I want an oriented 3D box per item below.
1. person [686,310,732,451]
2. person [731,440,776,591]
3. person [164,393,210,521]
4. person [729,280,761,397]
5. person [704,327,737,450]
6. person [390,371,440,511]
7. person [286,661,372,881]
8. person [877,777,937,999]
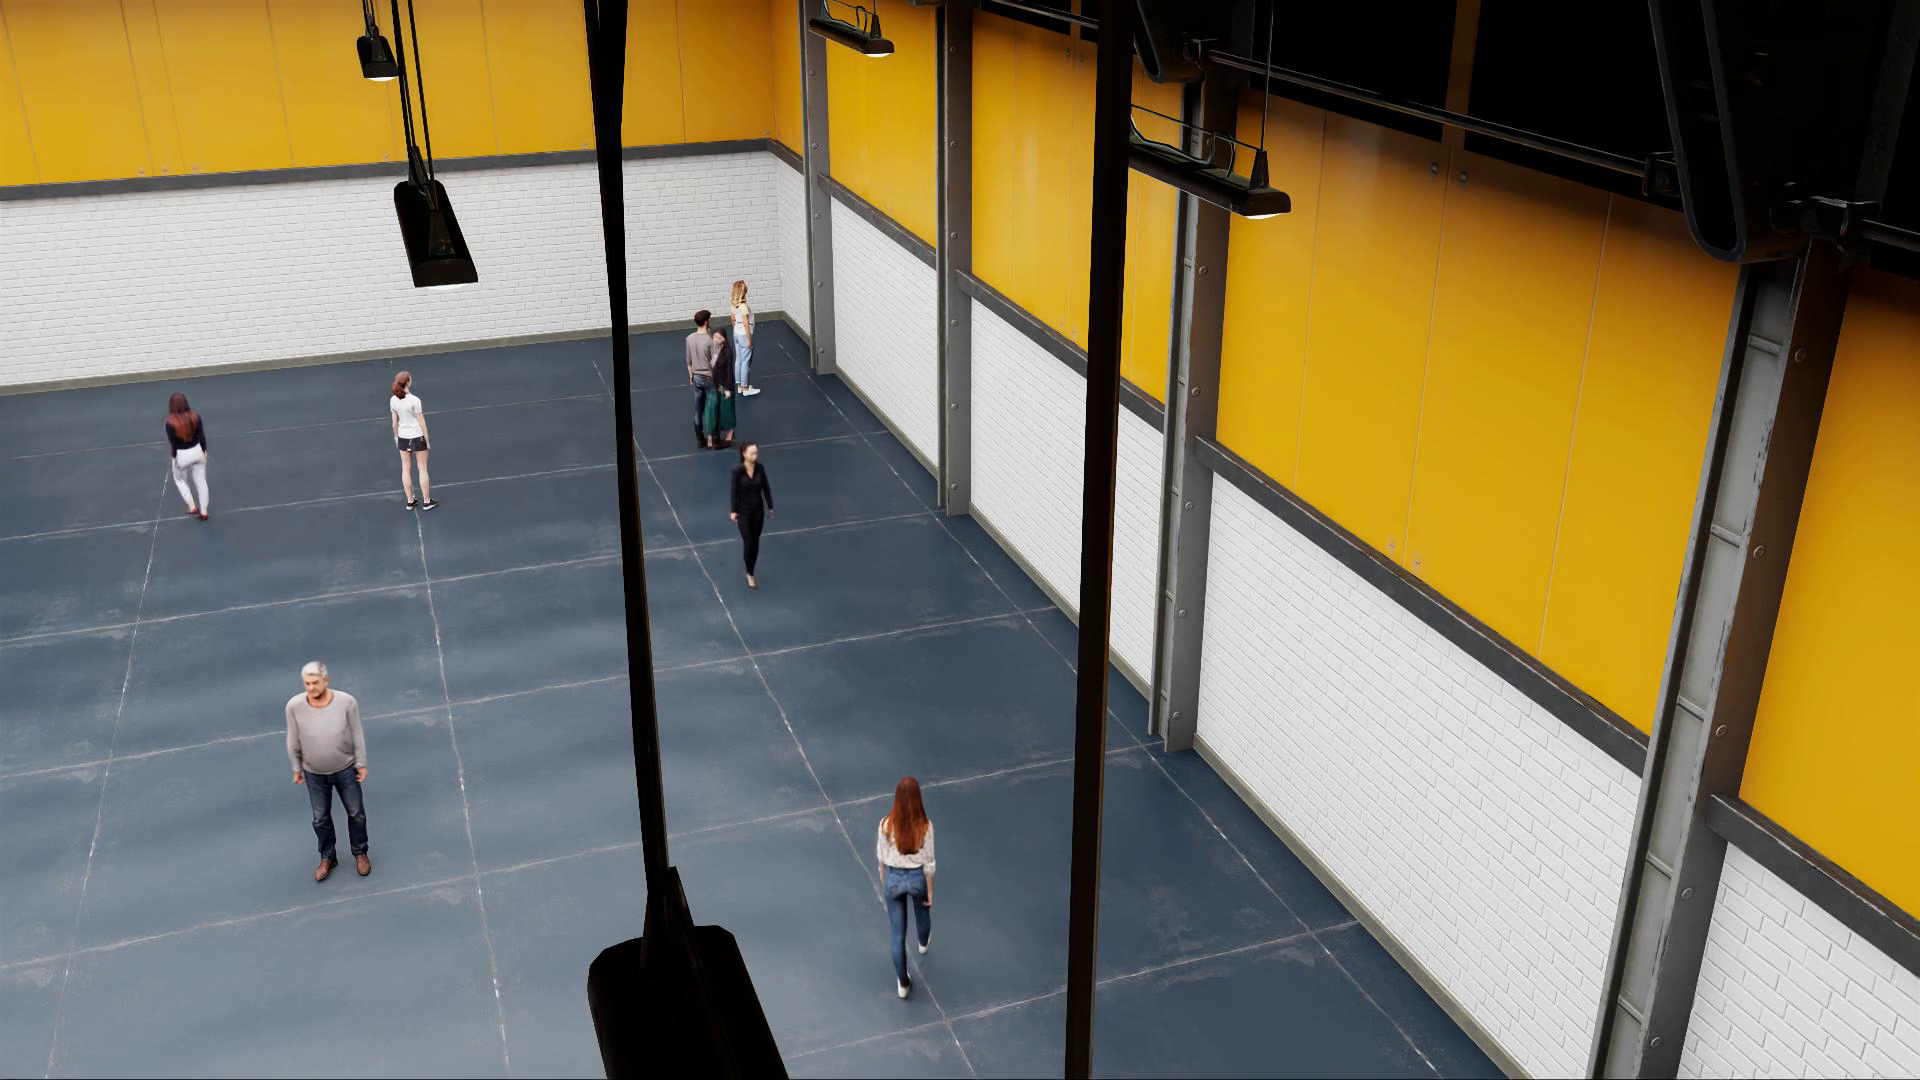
[{"bbox_3d":[-3.430,-2.155,22.385,0.743,1.903,0.819,12,26,26],"label":"person"},{"bbox_3d":[-2.356,-0.310,18.419,0.691,1.700,0.716,-15,28,-31],"label":"person"},{"bbox_3d":[-9.293,-0.983,20.086,0.701,1.596,0.716,-22,32,-40],"label":"person"},{"bbox_3d":[-3.202,-2.987,24.512,0.738,1.723,0.575,-15,28,-31],"label":"person"},{"bbox_3d":[-3.213,-2.071,22.443,0.893,1.702,0.964,14,27,29],"label":"person"},{"bbox_3d":[-6.743,-1.222,20.442,0.663,1.751,0.677,2,24,6],"label":"person"},{"bbox_3d":[-5.038,1.810,13.305,0.766,1.911,0.675,-4,24,-10],"label":"person"},{"bbox_3d":[-0.392,2.521,11.941,0.805,1.700,1.063,0,24,0],"label":"person"}]
